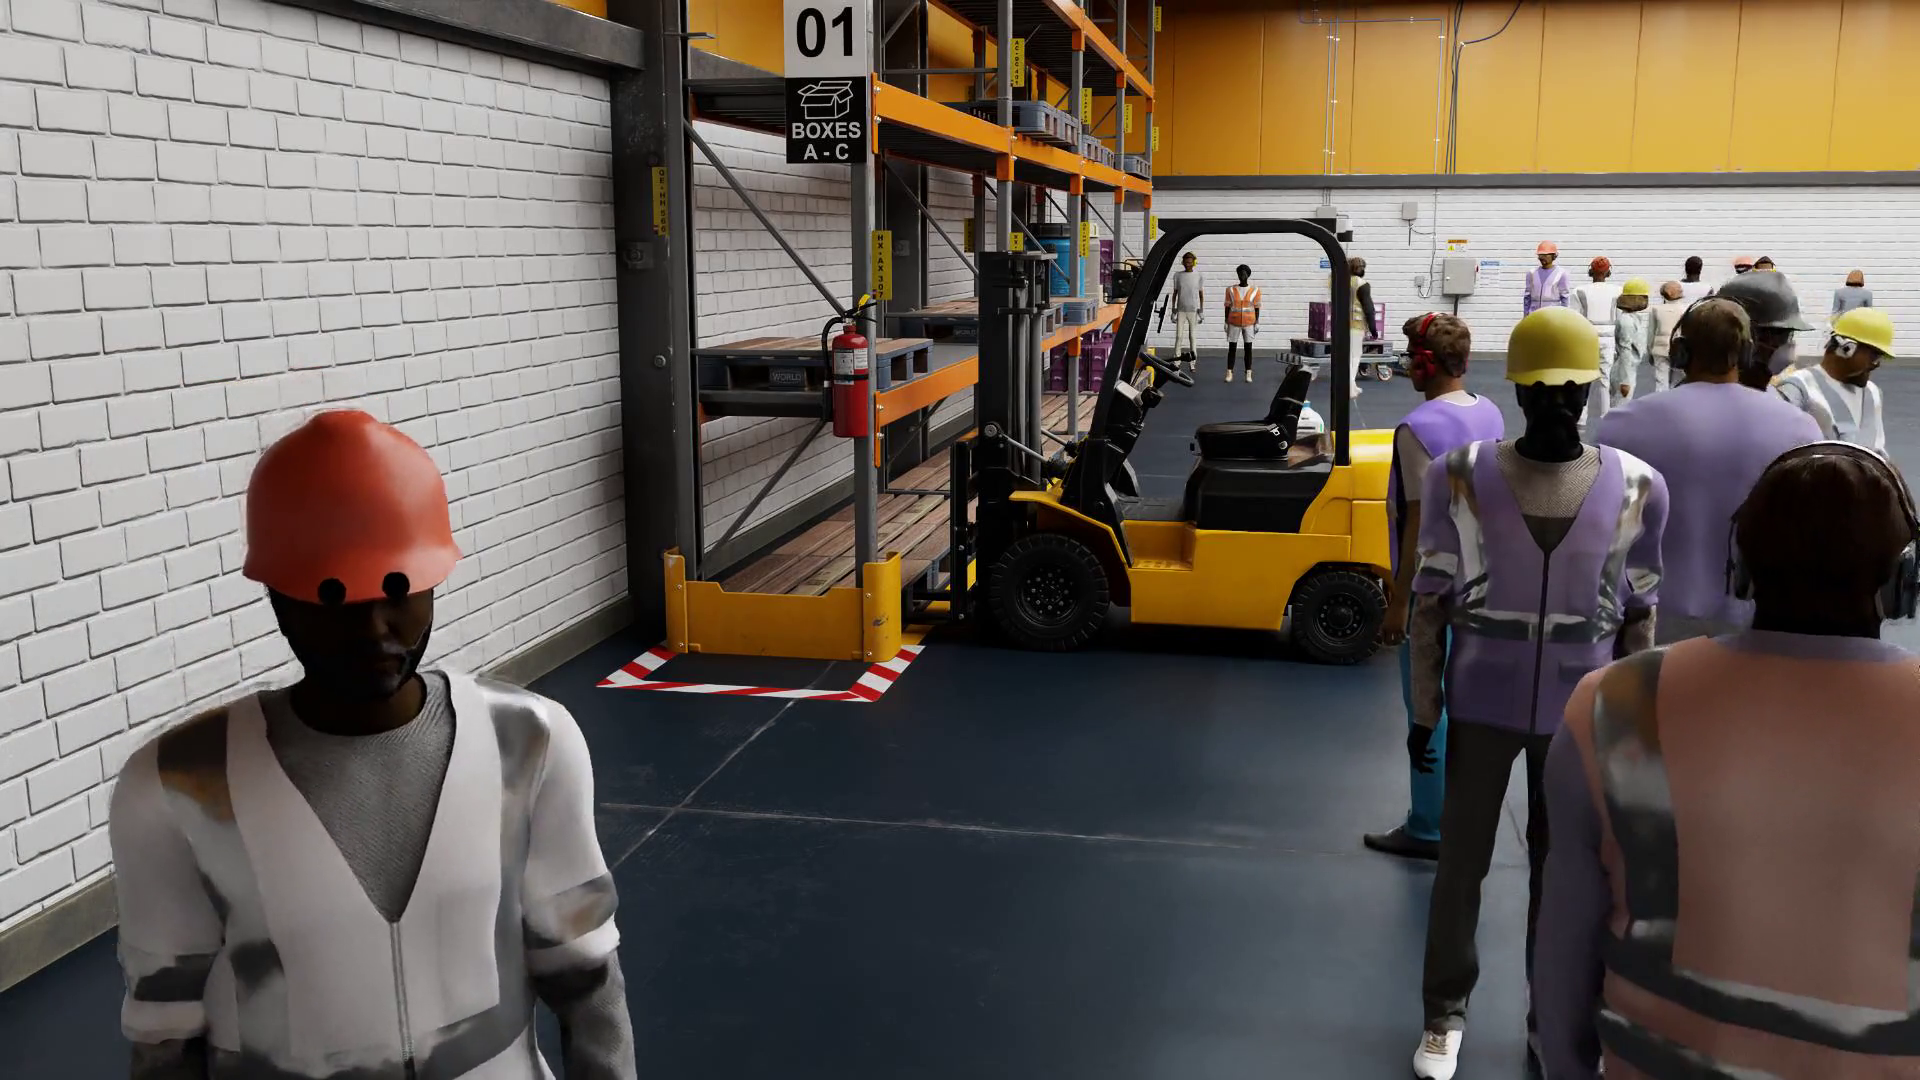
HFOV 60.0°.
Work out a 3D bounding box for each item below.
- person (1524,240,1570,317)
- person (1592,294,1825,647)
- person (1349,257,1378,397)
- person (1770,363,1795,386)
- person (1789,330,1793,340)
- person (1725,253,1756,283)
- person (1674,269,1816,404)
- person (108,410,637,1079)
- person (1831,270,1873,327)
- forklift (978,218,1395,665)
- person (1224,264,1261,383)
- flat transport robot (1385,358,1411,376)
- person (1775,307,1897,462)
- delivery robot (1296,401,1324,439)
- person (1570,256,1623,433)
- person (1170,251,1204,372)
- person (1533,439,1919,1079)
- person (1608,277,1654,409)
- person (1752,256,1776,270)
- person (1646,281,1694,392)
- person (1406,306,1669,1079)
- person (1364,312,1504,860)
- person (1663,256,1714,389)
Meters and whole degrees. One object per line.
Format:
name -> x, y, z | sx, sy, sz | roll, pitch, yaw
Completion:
person -> 7.919, -3.030, 22.549 | 0.609, 2.044, 0.393 | 9, 14, 42
person -> 2.199, 0.229, 5.025 | 0.645, 1.914, 0.645 | 2, 11, 11
person -> 5.210, -2.782, 21.803 | 0.610, 1.821, 0.632 | -4, 11, -19
person -> 4.141, -0.387, 8.606 | 0.551, 1.846, 1.075 | -7, 12, -32
person -> 7.170, -1.428, 14.909 | 0.516, 1.627, 0.284 | 9, 13, 39
person -> 9.171, -2.454, 19.787 | 0.682, 1.903, 0.561 | -2, 10, -10
person -> 2.528, 0.064, 5.594 | 1.009, 2.000, 0.689 | 9, 14, 41
person -> -0.636, 0.801, 1.962 | 0.569, 1.888, 0.957 | -6, 12, -31
person -> 12.979, -3.117, 24.221 | 0.532, 1.596, 0.787 | 6, 12, 28
forklift -> 1.285, -0.567, 8.635 | 2.313, 2.155, 1.214 | 2, 11, 11
person -> 4.050, -3.106, 23.913 | 0.530, 1.697, 0.321 | 2, 11, 11
flat transport robot -> 6.969, -2.641, 25.274 | 0.652, 0.197, 1.431 | -1, 10, -5
person -> 3.802, -0.122, 7.321 | 0.627, 1.791, 0.453 | -6, 12, -28
delivery robot -> 3.216, -1.058, 15.567 | 0.477, 0.478, 0.707 | 2, 10, 9
person -> 6.769, -2.067, 17.712 | 0.573, 1.883, 0.359 | 3, 11, 15
person -> 3.529, -3.532, 25.822 | 0.519, 1.857, 0.326 | 2, 11, 11
person -> 1.099, 0.779, 2.244 | 0.651, 1.832, 0.448 | 6, 12, 30
person -> 5.770, -1.388, 14.370 | 0.323, 1.743, 0.489 | 5, 11, 24
person -> 9.030, -2.263, 18.830 | 0.519, 1.869, 0.326 | 2, 11, 11
person -> 7.784, -2.013, 18.147 | 0.552, 1.606, 0.596 | 8, 13, 37
person -> 1.391, 0.400, 4.059 | 0.584, 1.929, 0.371 | 2, 11, 11
person -> 1.627, 0.161, 5.606 | 0.374, 1.840, 0.571 | 9, 14, 42
person -> 8.597, -2.425, 19.747 | 0.617, 1.864, 1.021 | 10, 14, 43
